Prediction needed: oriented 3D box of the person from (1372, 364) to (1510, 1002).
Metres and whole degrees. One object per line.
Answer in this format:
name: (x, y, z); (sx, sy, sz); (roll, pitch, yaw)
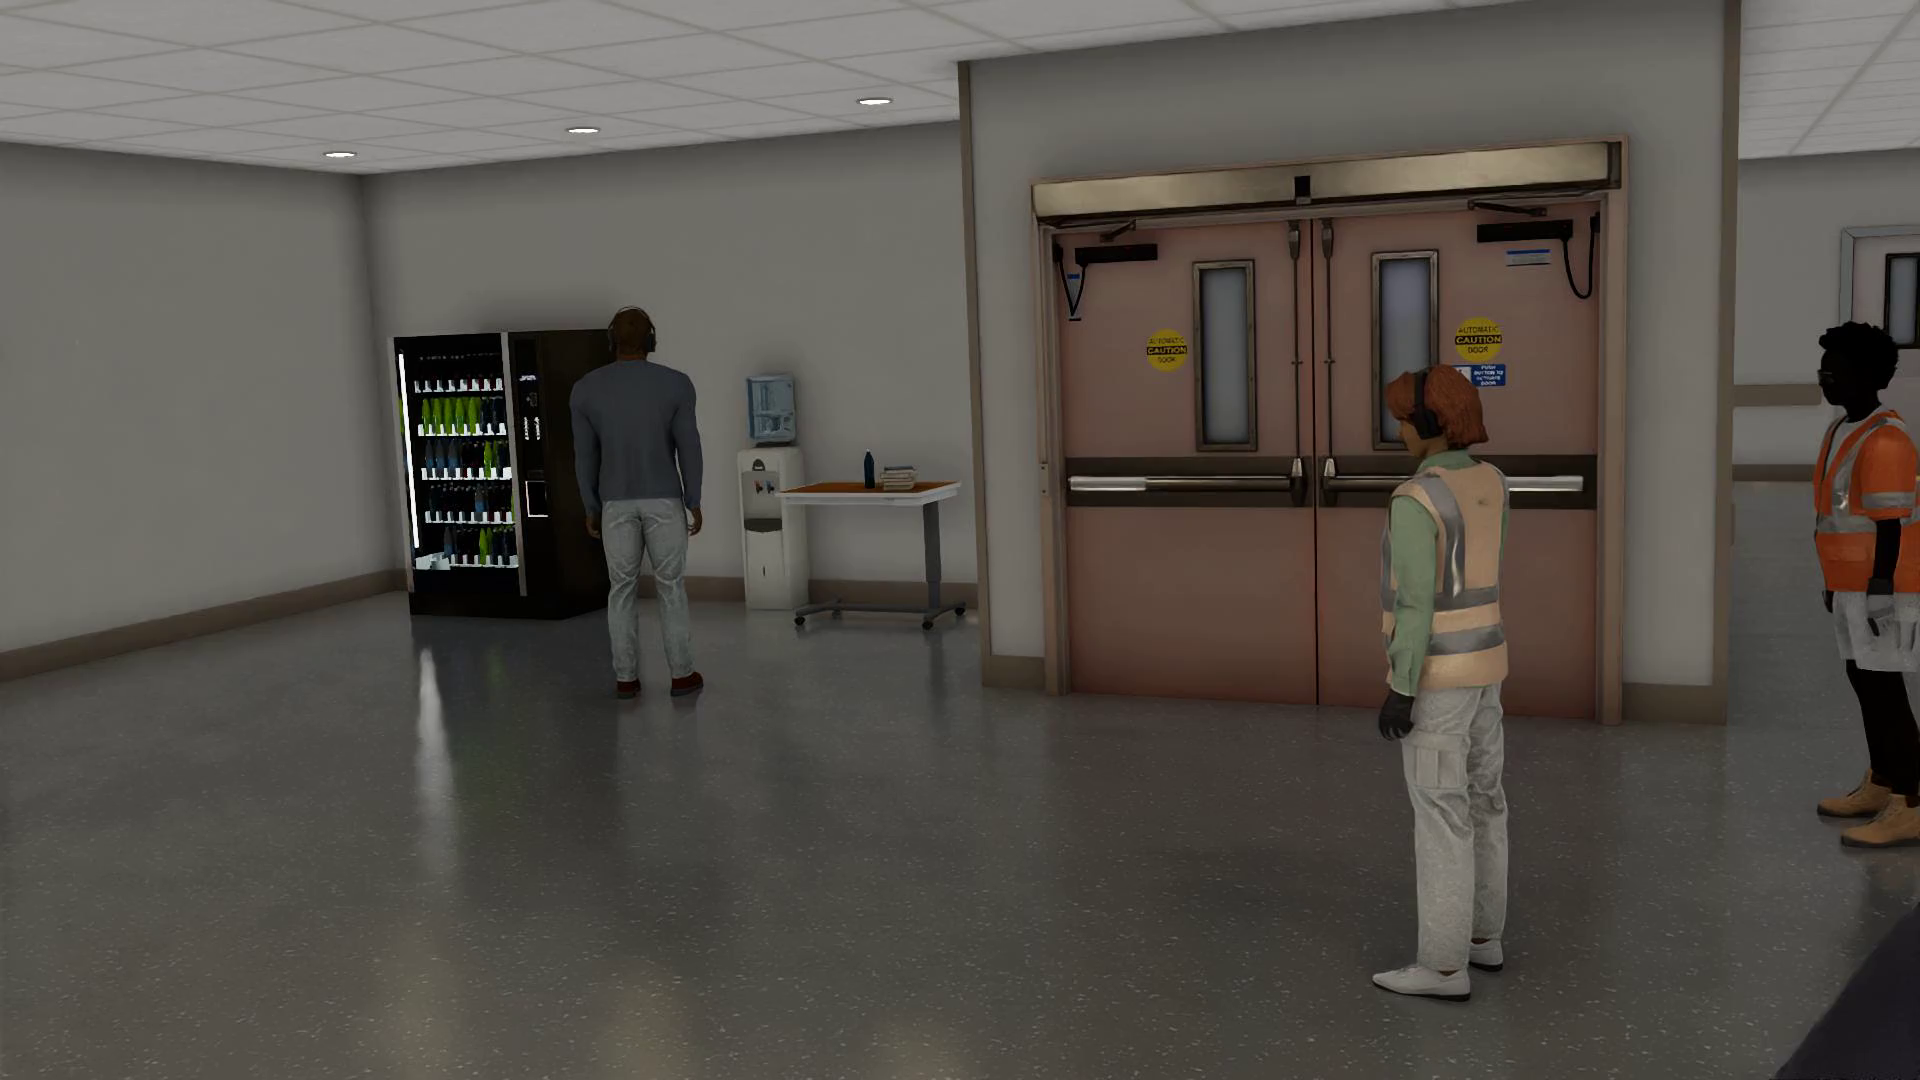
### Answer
person: (1.259, 0.366, 4.313); (0.308, 1.640, 0.511); (4, 10, 41)

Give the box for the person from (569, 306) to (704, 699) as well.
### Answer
person: (-1.573, -0.178, 8.226); (0.630, 1.940, 0.372); (-2, 7, 0)

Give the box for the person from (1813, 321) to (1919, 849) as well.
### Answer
person: (2.938, 0.139, 5.382); (0.330, 1.689, 0.544); (0, 8, 14)
